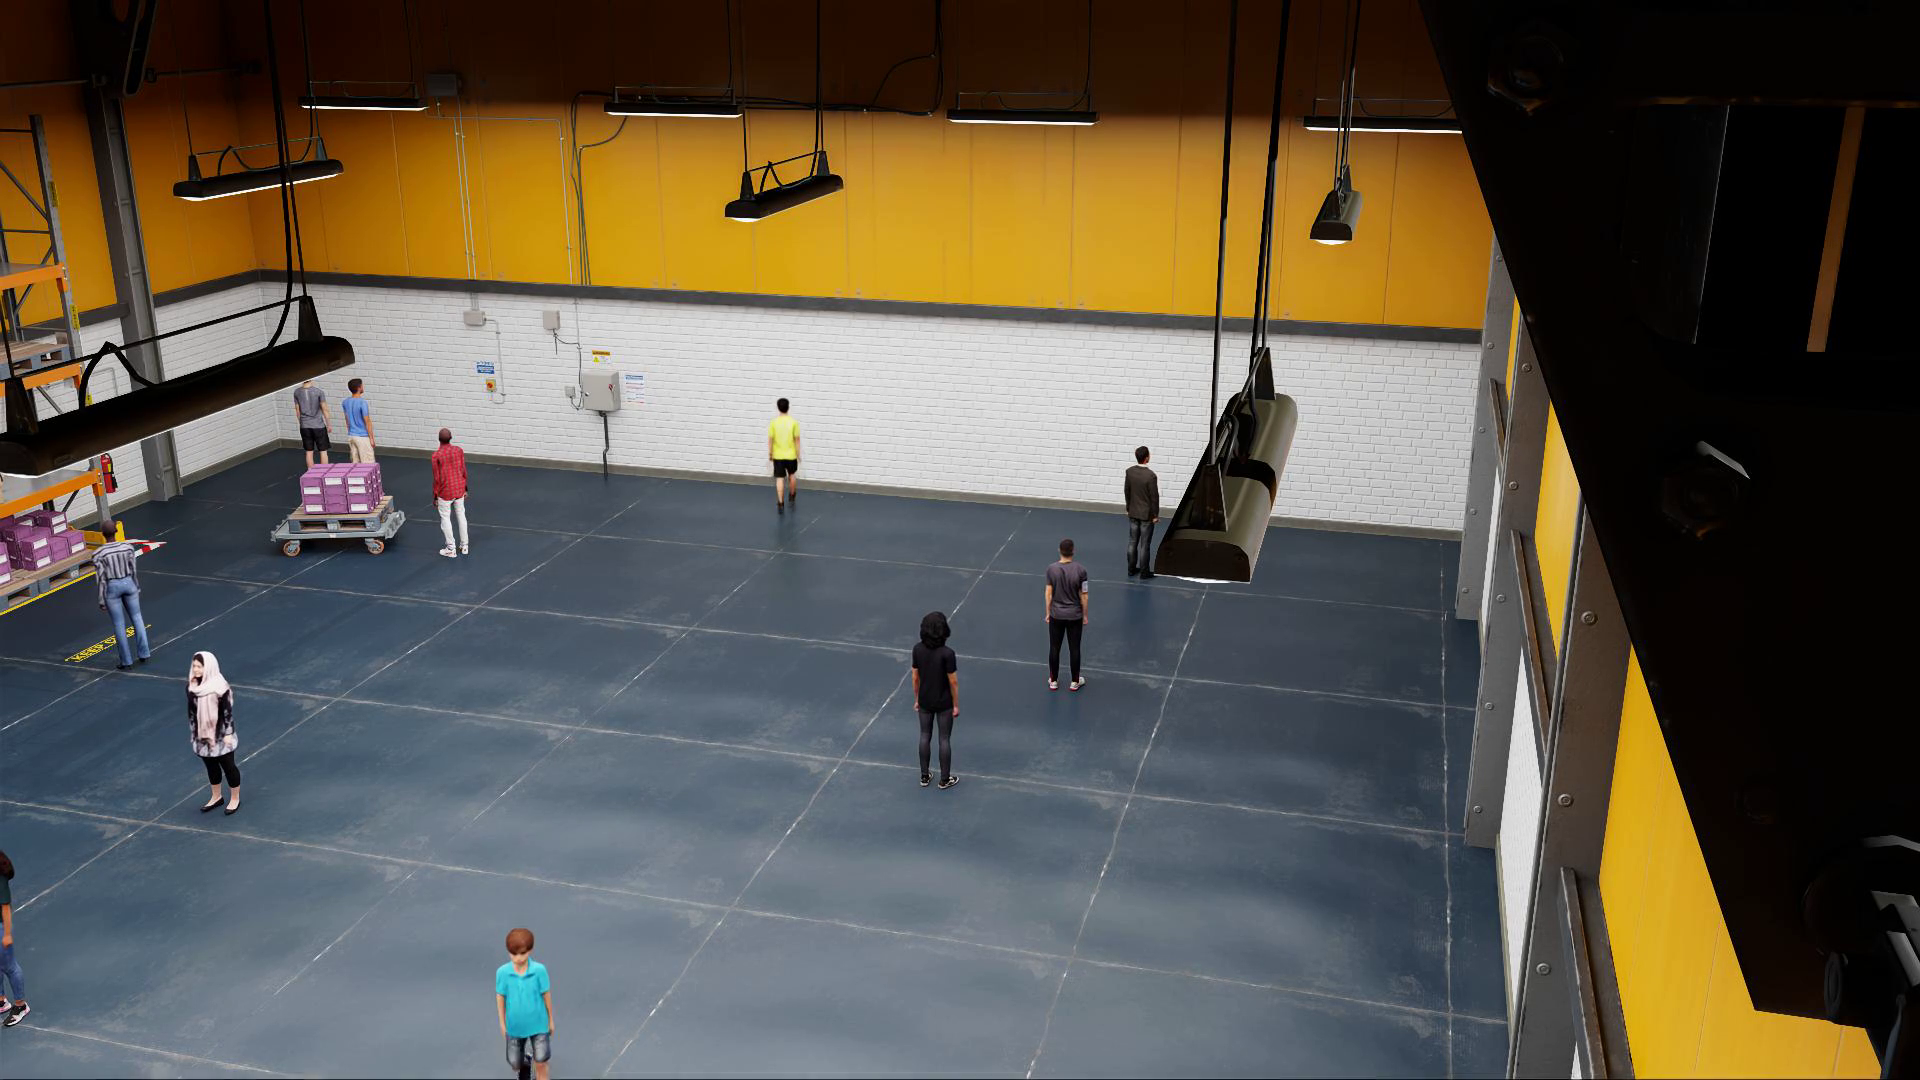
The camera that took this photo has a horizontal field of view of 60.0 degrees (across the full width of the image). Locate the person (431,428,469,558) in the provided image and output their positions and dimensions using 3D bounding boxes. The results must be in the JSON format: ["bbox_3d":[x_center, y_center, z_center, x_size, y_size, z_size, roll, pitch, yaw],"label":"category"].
[{"bbox_3d":[-7.055,-0.679,23.026,0.705,1.820,0.819,-17,25,-41],"label":"person"}]

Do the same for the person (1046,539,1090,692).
[{"bbox_3d":[1.183,0.834,18.620,0.645,1.764,0.557,3,19,10],"label":"person"}]

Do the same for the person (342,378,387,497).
[{"bbox_3d":[-9.241,-1.573,25.616,0.686,1.862,0.611,9,20,24],"label":"person"}]

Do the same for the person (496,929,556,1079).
[{"bbox_3d":[-3.033,3.342,11.686,0.689,1.437,0.819,-3,19,-9],"label":"person"}]

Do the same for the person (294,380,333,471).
[{"bbox_3d":[-10.229,-1.801,26.278,0.713,1.871,0.643,0,19,0],"label":"person"}]

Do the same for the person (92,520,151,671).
[{"bbox_3d":[-9.680,0.626,19.189,0.754,1.796,0.614,15,24,38],"label":"person"}]

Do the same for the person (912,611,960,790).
[{"bbox_3d":[-0.246,1.564,16.342,0.659,1.836,0.571,8,20,22],"label":"person"}]

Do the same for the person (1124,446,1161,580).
[{"bbox_3d":[2.419,-0.380,22.161,0.746,1.805,0.712,16,24,39],"label":"person"}]

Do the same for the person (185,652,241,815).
[{"bbox_3d":[-7.129,1.820,15.890,0.615,1.638,0.604,4,19,13],"label":"person"}]

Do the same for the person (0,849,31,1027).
[{"bbox_3d":[-7.378,2.921,12.655,0.601,1.617,0.595,6,20,18],"label":"person"}]

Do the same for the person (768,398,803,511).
[{"bbox_3d":[-2.643,-1.265,25.004,0.877,1.669,1.113,-1,19,-4],"label":"person"}]
